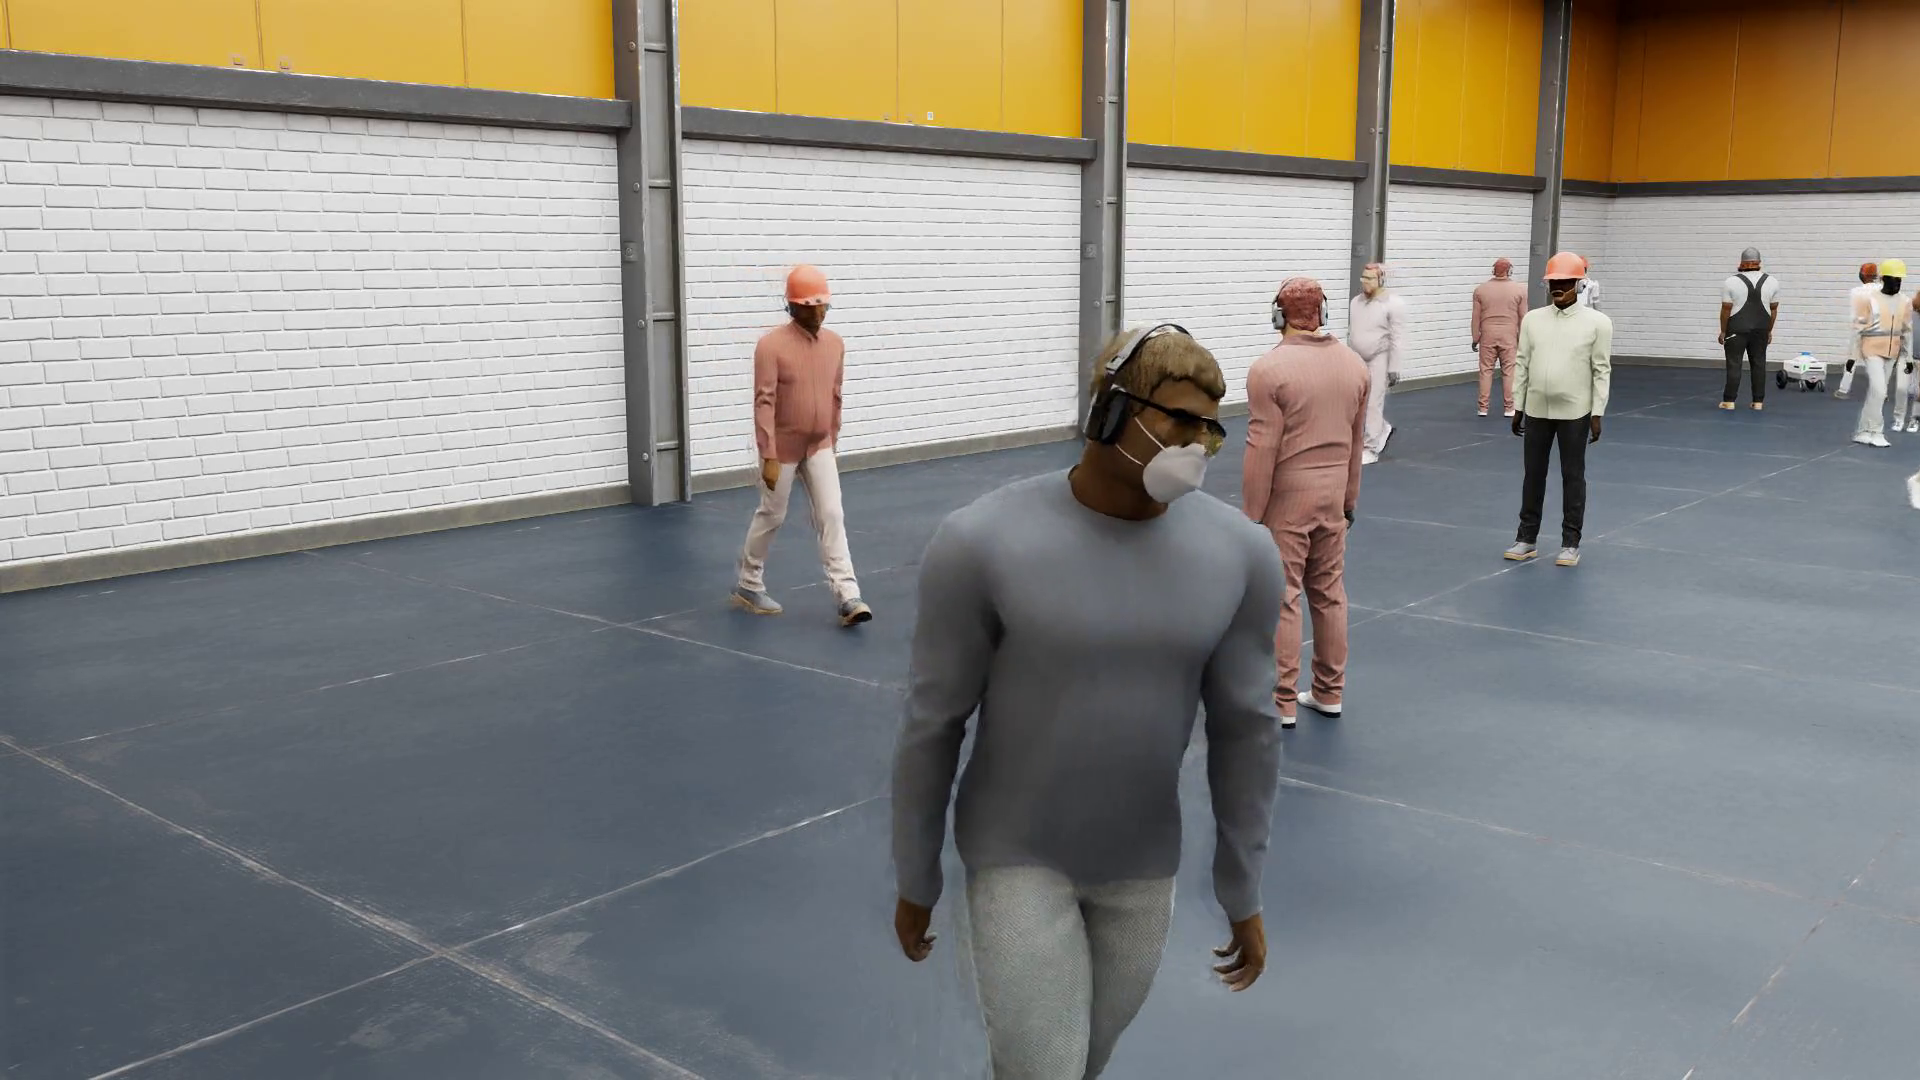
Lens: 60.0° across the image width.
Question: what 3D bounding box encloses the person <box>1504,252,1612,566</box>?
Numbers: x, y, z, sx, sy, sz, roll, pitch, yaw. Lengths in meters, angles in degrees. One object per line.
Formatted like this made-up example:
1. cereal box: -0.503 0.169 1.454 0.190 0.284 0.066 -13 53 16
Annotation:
1. person: 3.829 -0.834 10.661 0.609 1.995 0.378 8 13 39

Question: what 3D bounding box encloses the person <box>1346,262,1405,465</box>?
1. person: 3.915 -1.658 15.642 0.622 1.893 0.650 -7 12 -34

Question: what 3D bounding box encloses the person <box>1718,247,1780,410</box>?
1. person: 9.867 -2.657 20.910 0.682 2.000 0.536 1 10 7

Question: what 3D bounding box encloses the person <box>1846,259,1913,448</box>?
1. person: 9.416 -1.881 16.861 0.627 1.901 0.762 -2 10 -12

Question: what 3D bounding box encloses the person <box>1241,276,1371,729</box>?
1. person: 1.422 -0.159 7.076 0.650 1.904 0.401 -6 12 -32

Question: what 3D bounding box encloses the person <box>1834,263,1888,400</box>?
1. person: 12.024 -2.744 22.021 0.575 1.839 0.997 0 10 -2

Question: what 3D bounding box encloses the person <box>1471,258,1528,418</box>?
1. person: 6.459 -2.419 19.937 0.643 1.908 0.399 4 11 23

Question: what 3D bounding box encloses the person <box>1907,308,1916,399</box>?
1. person: 13.092 -2.757 22.383 0.836 1.729 0.551 -5 11 -29

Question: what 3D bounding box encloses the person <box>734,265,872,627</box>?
1. person: -0.864 -0.497 8.932 0.659 1.925 1.054 -9 13 -40

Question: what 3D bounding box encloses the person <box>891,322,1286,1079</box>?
1. person: 0.230 0.582 2.867 0.664 1.899 0.673 -4 11 -19

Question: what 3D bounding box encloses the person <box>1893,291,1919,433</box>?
1. person: 10.474 -1.962 18.172 0.519 1.595 0.494 8 13 39

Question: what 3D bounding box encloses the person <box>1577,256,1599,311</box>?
1. person: 9.418 -3.363 25.323 0.549 1.906 0.851 4 11 22

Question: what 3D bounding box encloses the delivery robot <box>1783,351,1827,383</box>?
1. delivery robot: 12.000 -2.438 23.622 0.477 0.478 0.707 1 10 4

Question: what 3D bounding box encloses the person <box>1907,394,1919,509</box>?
1. person: 7.458 -1.079 12.516 0.523 1.841 0.867 0 10 -1
